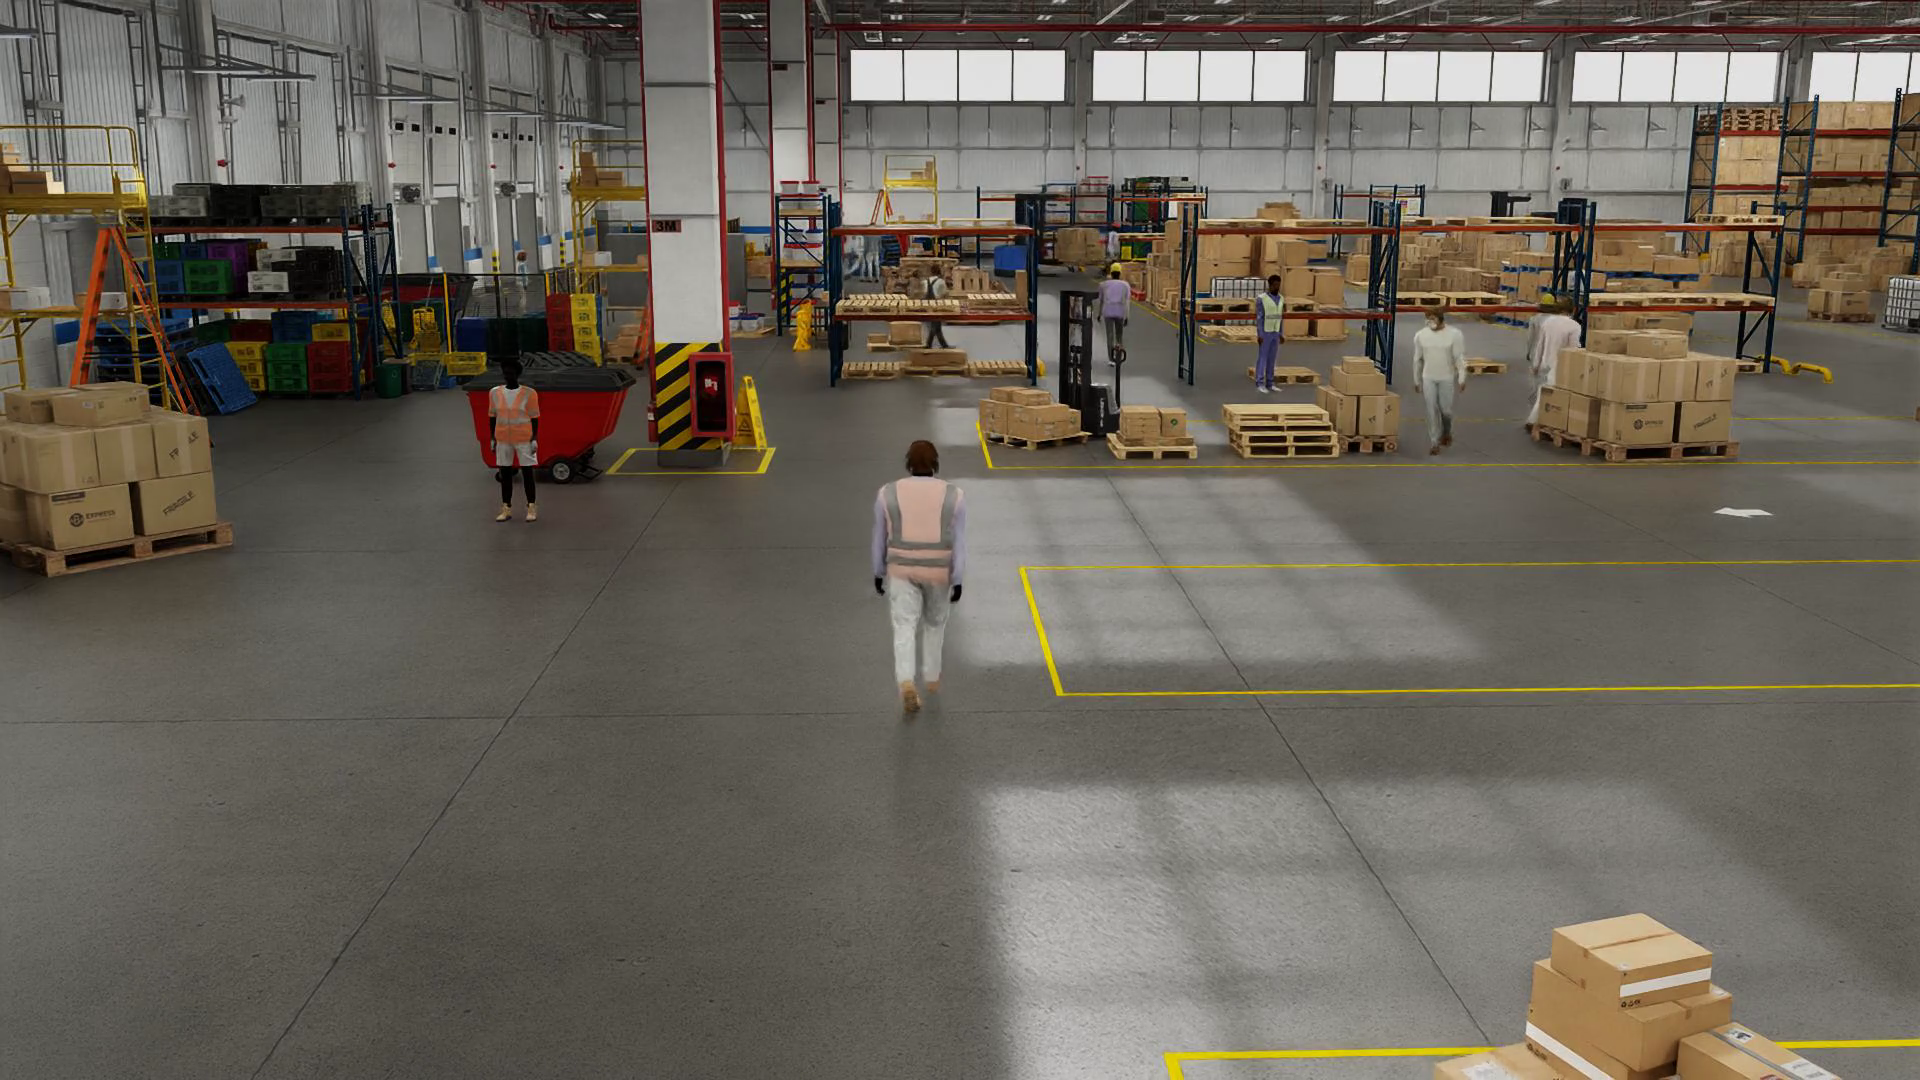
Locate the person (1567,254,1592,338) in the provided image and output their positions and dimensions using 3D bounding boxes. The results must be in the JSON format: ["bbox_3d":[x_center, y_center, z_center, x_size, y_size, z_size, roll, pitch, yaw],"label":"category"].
[{"bbox_3d":[12.291,-4.730,33.161,0.613,1.962,0.361,-6,14,-27],"label":"person"}]

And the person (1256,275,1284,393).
[{"bbox_3d":[5.042,-3.357,27.082,0.589,1.915,0.393,-10,16,-38],"label":"person"}]

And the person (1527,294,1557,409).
[{"bbox_3d":[8.817,-2.838,25.123,0.494,1.743,0.304,5,13,21],"label":"person"}]

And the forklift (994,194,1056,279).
[{"bbox_3d":[2.171,-10.229,55.907,1.873,2.768,1.129,-7,14,-29],"label":"forklift"}]

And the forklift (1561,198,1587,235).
[{"bbox_3d":[17.204,-8.212,46.797,1.873,2.768,1.129,0,12,-2],"label":"forklift"}]

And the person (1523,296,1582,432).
[{"bbox_3d":[8.196,-2.402,22.862,1.096,1.885,0.642,-5,14,-23],"label":"person"}]

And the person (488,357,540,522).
[{"bbox_3d":[-4.560,-1.022,17.024,0.535,1.700,0.318,0,12,2],"label":"person"}]

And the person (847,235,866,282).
[{"bbox_3d":[-3.308,-9.316,54.127,0.660,1.861,0.596,9,15,35],"label":"person"}]

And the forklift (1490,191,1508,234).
[{"bbox_3d":[20.305,-11.776,62.890,1.873,2.768,1.129,0,12,-2],"label":"forklift"}]

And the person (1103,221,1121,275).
[{"bbox_3d":[5.126,-9.753,55.972,0.571,1.916,0.570,-5,13,-20],"label":"person"}]

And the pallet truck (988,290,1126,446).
[{"bbox_3d":[1.257,-2.299,22.111,1.885,1.965,0.823,-9,15,-35],"label":"pallet truck"}]

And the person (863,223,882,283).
[{"bbox_3d":[-2.833,-9.281,53.770,0.632,1.939,0.368,-6,14,-24],"label":"person"}]

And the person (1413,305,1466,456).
[{"bbox_3d":[6.092,-2.036,21.144,0.687,1.900,0.549,7,14,27],"label":"person"}]

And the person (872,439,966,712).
[{"bbox_3d":[-0.277,0.229,11.133,0.632,1.814,0.863,0,12,0],"label":"person"}]

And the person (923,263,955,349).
[{"bbox_3d":[-0.396,-4.475,32.385,0.530,1.789,0.983,12,17,44],"label":"person"}]

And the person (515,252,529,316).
[{"bbox_3d":[-10.725,-6.242,40.755,0.313,1.633,0.521,-6,14,-24],"label":"person"}]

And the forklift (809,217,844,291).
[{"bbox_3d":[-4.375,-8.619,48.637,1.873,2.768,1.129,0,12,-2],"label":"forklift"}]

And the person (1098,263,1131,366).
[{"bbox_3d":[2.870,-4.211,31.010,0.597,1.875,0.980,1,13,3],"label":"person"}]
